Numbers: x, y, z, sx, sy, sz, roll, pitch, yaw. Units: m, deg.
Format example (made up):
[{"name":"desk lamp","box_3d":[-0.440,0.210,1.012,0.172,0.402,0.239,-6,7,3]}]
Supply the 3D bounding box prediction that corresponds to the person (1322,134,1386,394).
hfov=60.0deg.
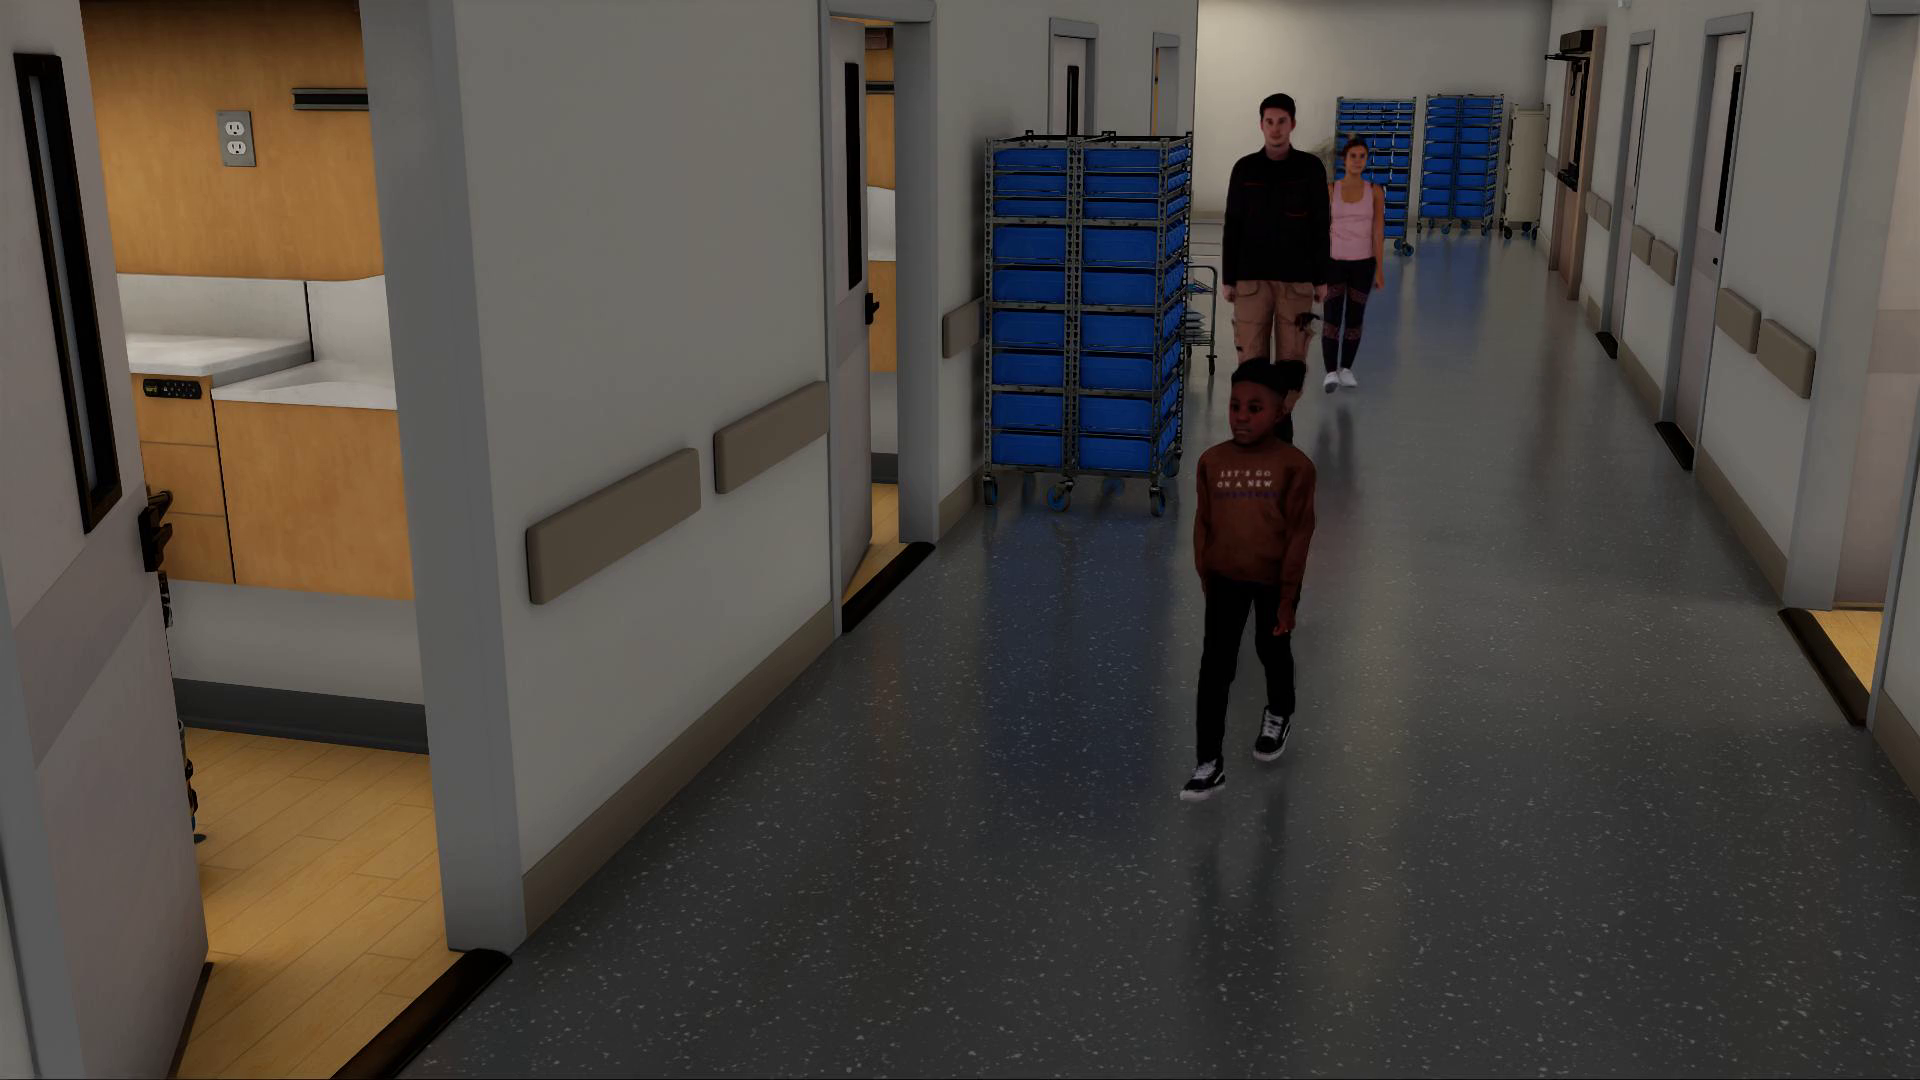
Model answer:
[{"name":"person","box_3d":[2.512,-1.771,10.770,0.677,1.615,0.957,2,16,5]}]

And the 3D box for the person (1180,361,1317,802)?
[{"name":"person","box_3d":[0.883,0.107,4.833,0.633,1.222,0.932,8,17,25]}]

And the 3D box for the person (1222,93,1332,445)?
[{"name":"person","box_3d":[1.650,-1.334,8.675,0.692,1.911,0.814,4,16,15]}]
